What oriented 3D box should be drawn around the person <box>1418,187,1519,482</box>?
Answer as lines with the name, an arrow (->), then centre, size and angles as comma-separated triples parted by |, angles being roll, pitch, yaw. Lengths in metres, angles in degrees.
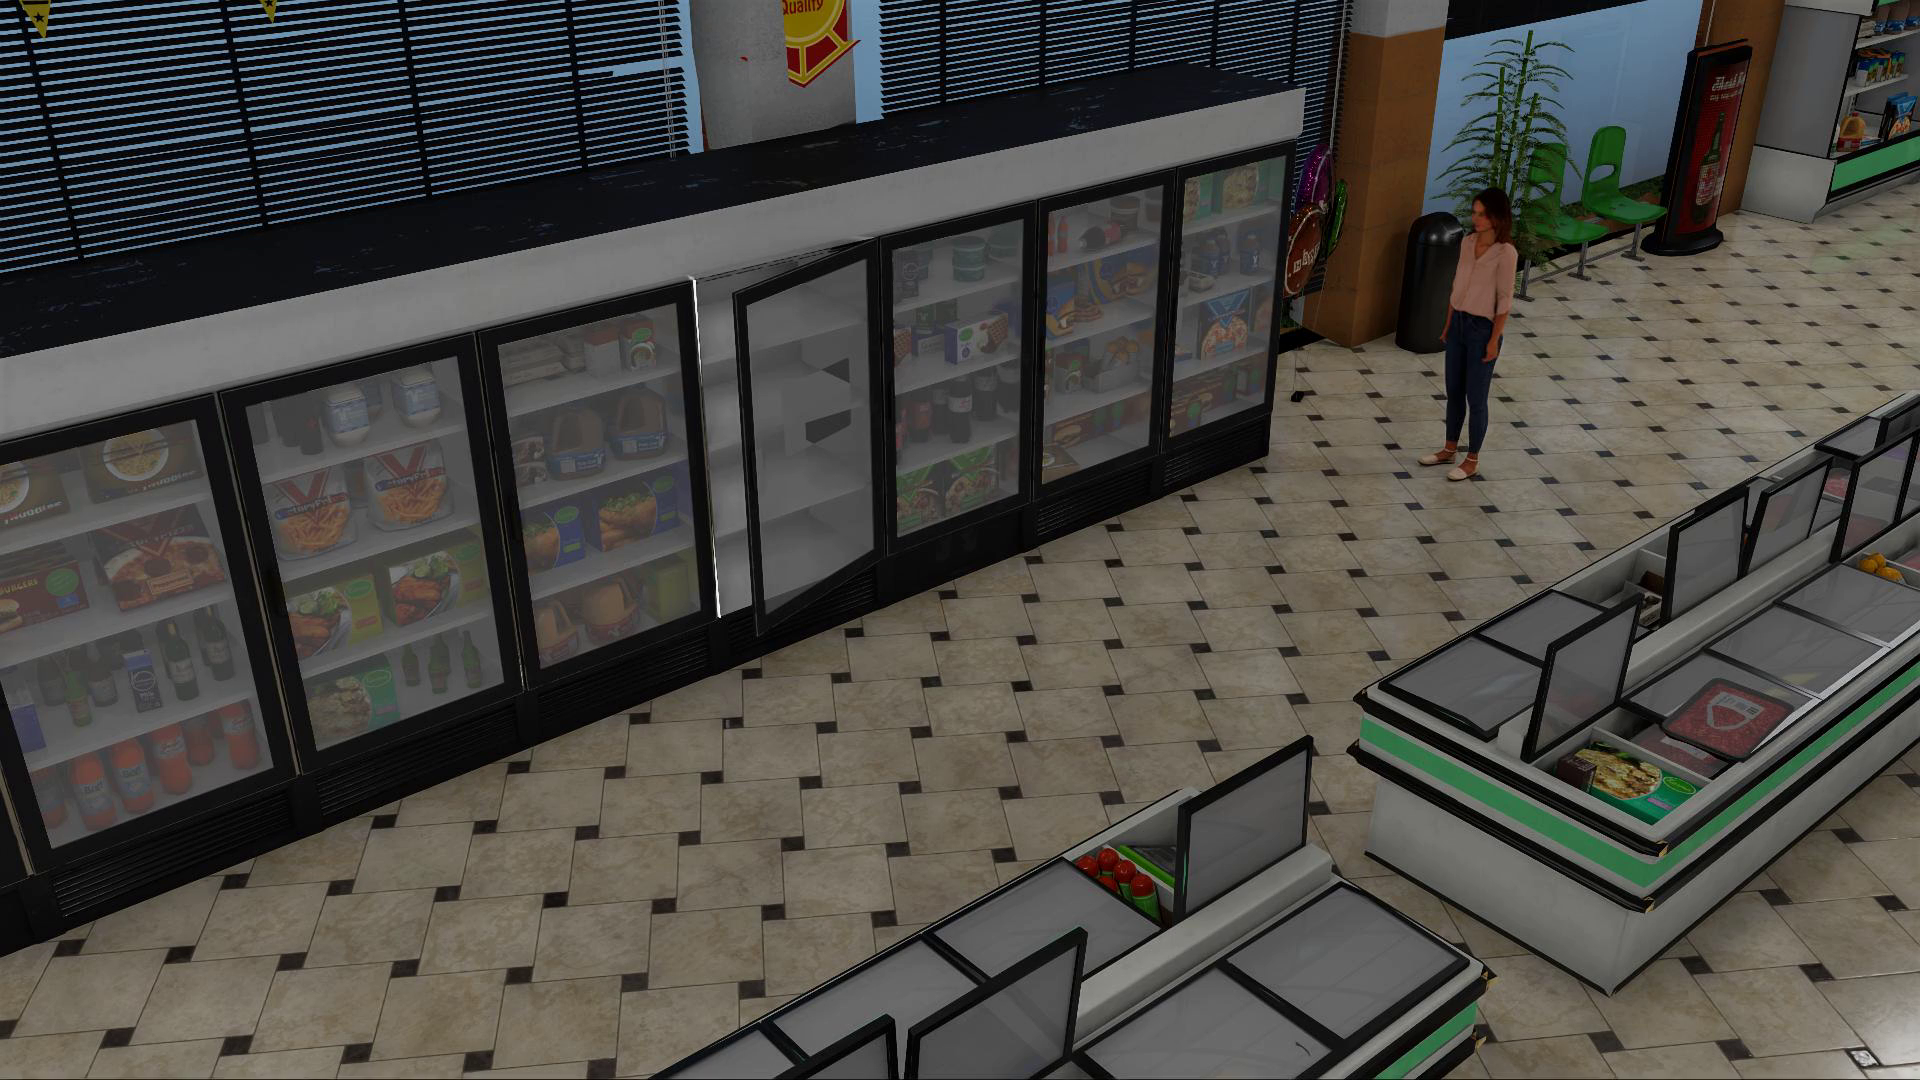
person -> 3.076, -1.231, 9.918 | 0.596, 1.788, 0.637 | -13, 30, -24
